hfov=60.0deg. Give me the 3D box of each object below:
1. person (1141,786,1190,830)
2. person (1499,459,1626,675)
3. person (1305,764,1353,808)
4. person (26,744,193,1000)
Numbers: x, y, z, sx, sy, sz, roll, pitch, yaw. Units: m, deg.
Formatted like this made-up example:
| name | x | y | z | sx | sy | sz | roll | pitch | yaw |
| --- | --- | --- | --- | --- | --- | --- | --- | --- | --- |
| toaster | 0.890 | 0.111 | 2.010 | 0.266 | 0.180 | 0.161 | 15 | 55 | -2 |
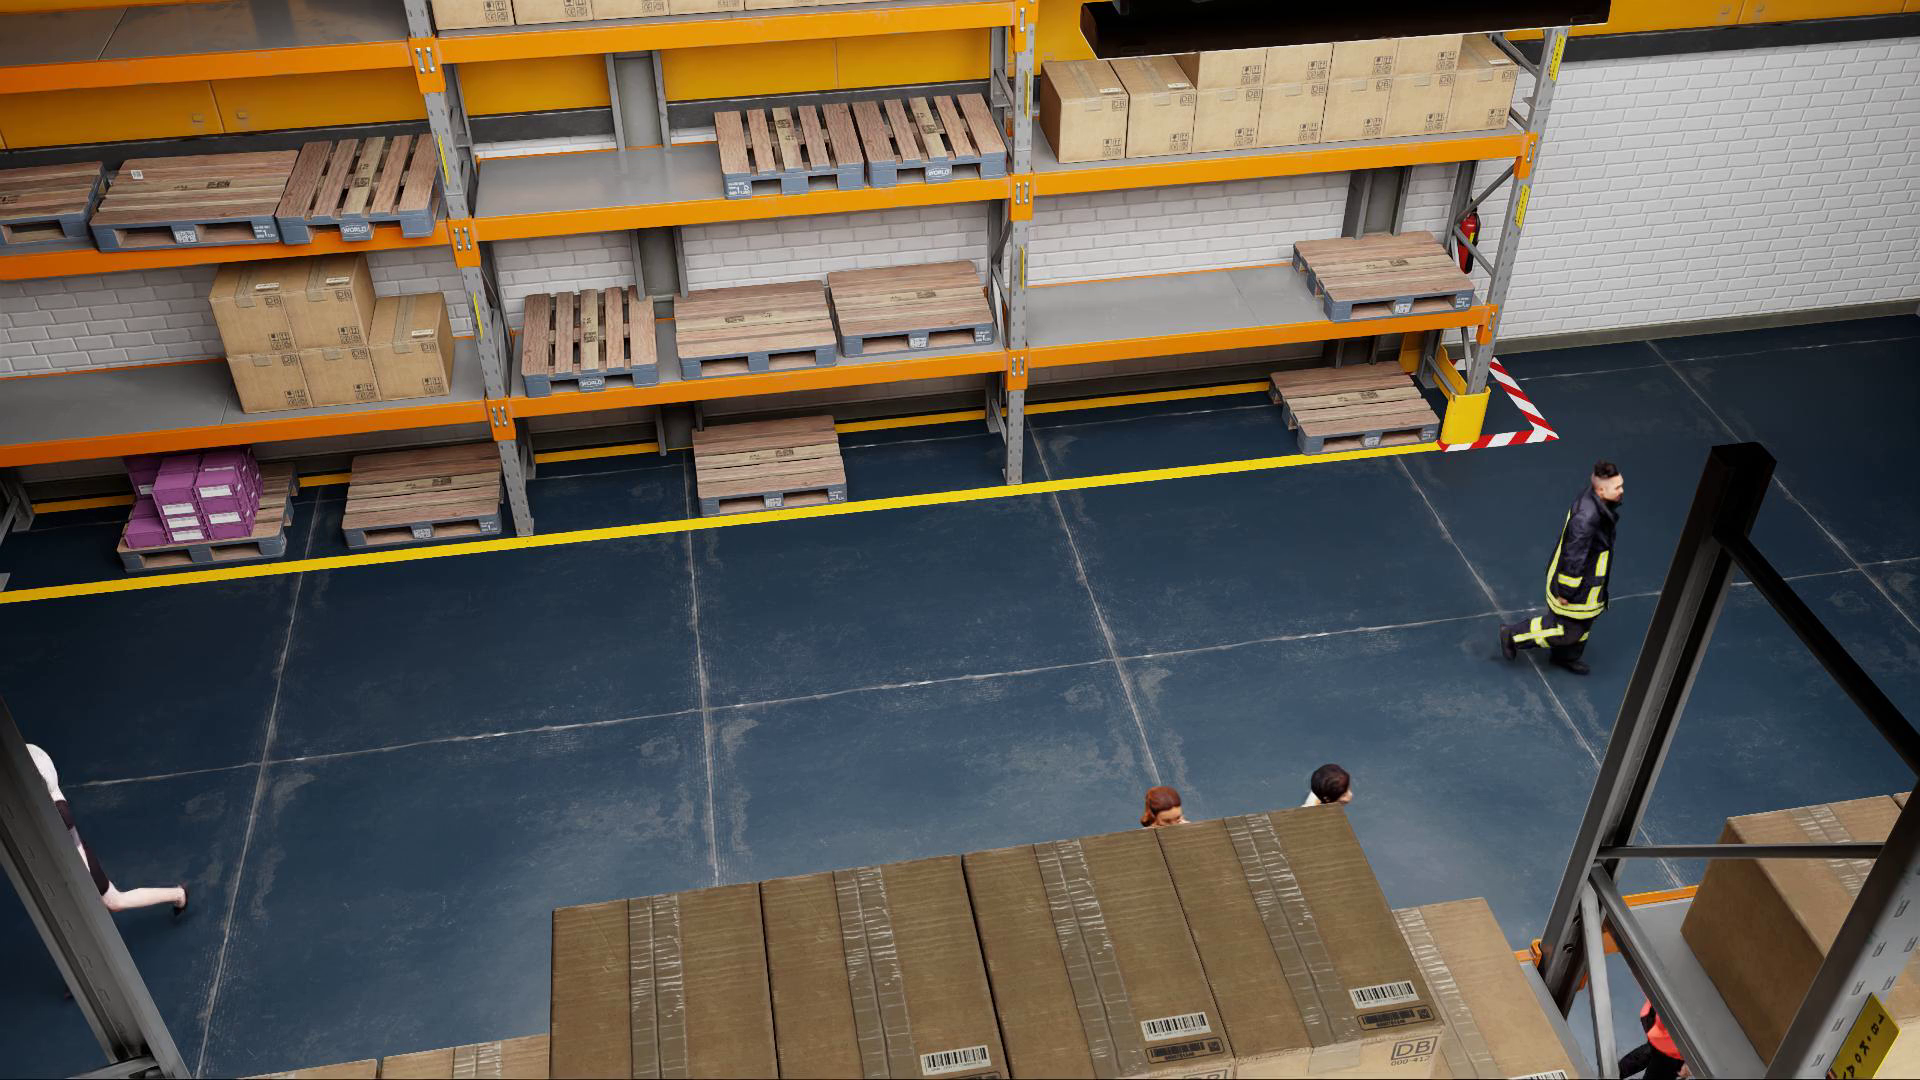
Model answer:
| name | x | y | z | sx | sy | sz | roll | pitch | yaw |
| --- | --- | --- | --- | --- | --- | --- | --- | --- | --- |
| person | 1.084 | 2.019 | 9.318 | 0.593 | 1.792 | 0.699 | -19 | 42 | -22 |
| person | 4.231 | 0.187 | 11.570 | 1.085 | 1.844 | 1.016 | 19 | 42 | 22 |
| person | 2.052 | 1.890 | 9.643 | 0.614 | 1.587 | 0.654 | 9 | 39 | 11 |
| person | -4.996 | 1.822 | 9.558 | 1.063 | 1.800 | 1.158 | 25 | 45 | 28 |
